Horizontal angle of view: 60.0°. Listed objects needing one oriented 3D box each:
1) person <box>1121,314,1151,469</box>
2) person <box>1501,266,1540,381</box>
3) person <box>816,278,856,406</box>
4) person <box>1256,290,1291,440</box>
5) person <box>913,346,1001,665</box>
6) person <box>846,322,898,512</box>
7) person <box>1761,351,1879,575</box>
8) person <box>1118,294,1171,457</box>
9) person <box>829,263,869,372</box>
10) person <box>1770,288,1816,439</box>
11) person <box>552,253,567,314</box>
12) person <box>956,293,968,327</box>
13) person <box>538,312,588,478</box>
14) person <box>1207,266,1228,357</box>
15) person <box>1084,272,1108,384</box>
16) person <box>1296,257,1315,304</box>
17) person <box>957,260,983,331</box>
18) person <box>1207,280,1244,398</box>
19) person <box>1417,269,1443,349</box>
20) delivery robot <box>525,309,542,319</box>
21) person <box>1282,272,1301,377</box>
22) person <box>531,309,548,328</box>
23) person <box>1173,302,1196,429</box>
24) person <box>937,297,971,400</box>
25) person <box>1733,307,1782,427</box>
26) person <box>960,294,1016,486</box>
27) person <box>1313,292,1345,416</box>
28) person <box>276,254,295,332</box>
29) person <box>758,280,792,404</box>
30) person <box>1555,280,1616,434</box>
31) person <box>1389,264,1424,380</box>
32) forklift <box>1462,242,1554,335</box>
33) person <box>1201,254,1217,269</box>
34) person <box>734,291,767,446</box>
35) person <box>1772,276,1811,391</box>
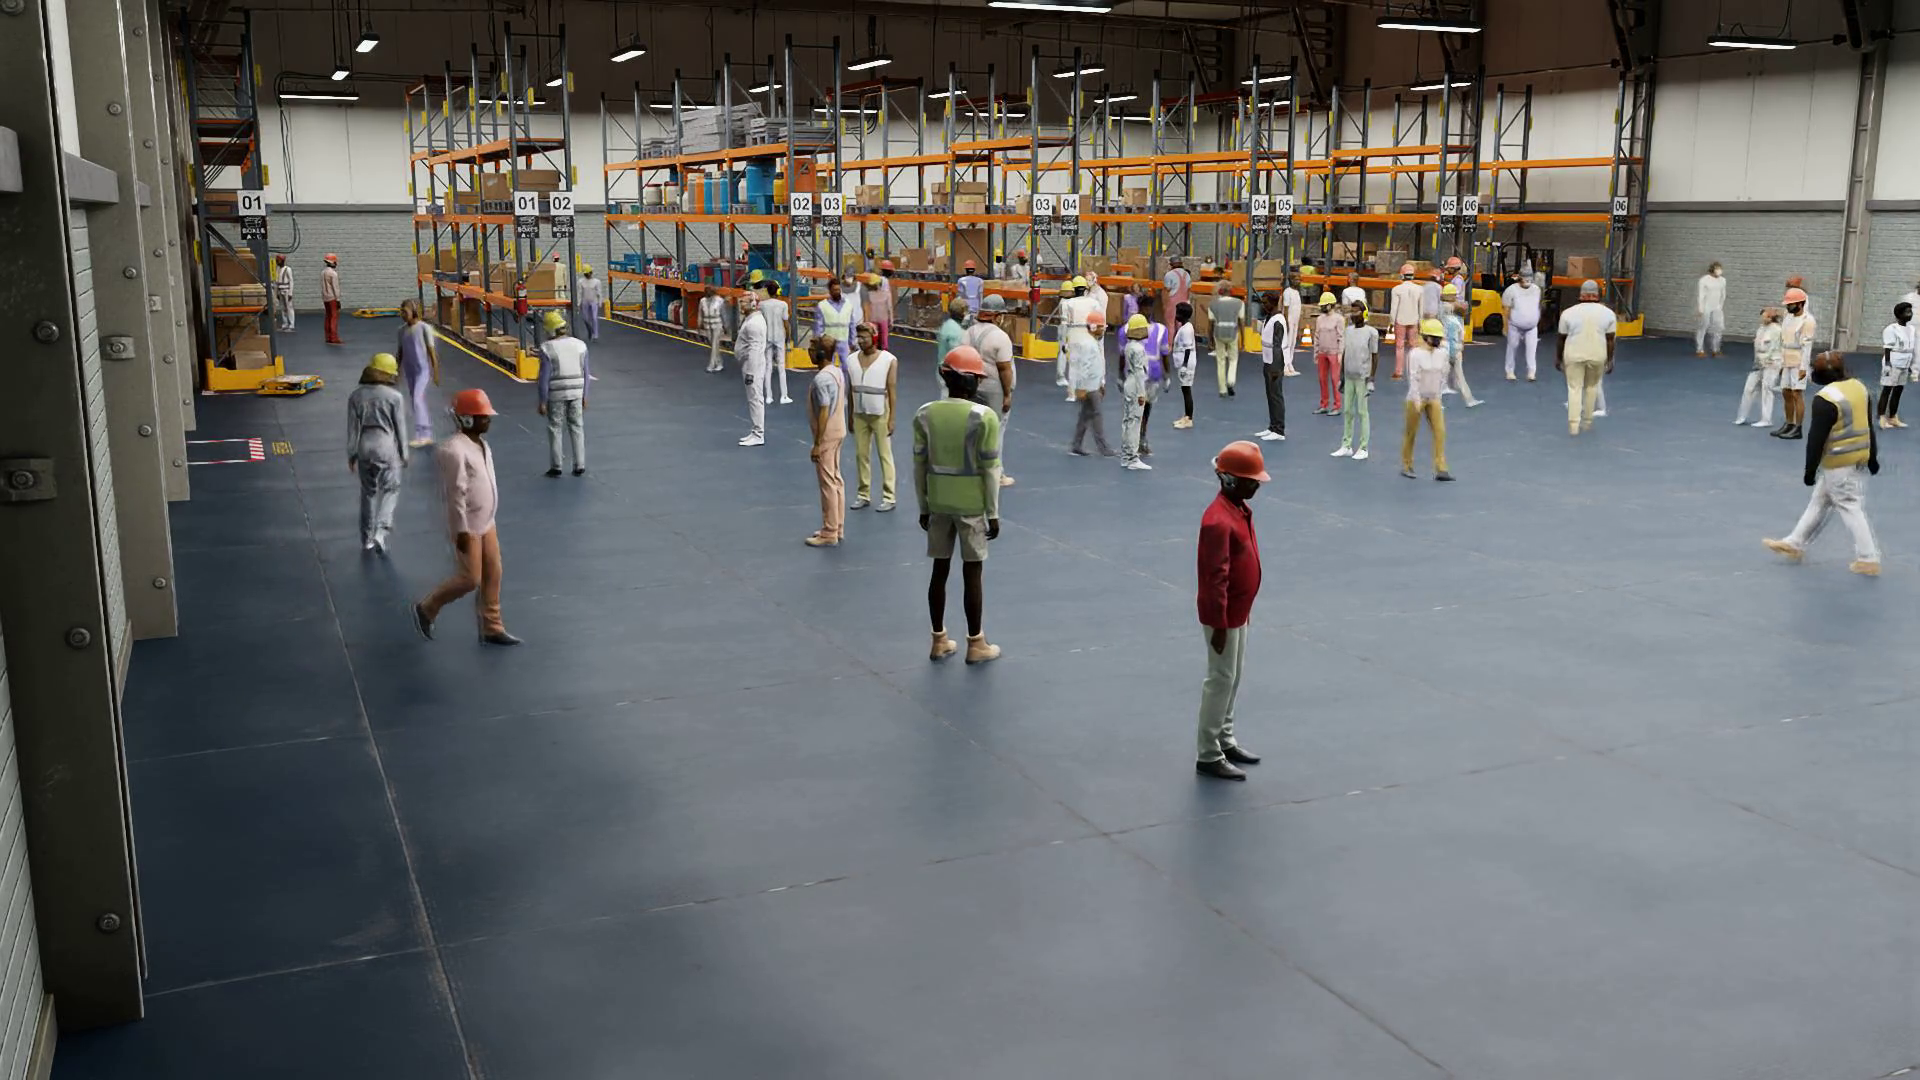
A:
[{"bbox_3d":[1.998,-1.673,18.788,0.287,1.746,0.488,-2,11,-9],"label":"person"},{"bbox_3d":[9.651,-3.738,28.528,0.700,2.000,0.727,-2,11,-8],"label":"person"},{"bbox_3d":[-1.829,-2.940,24.809,0.650,1.902,0.647,-5,12,-25],"label":"person"},{"bbox_3d":[4.007,-2.232,21.224,0.397,1.910,0.587,0,11,-2],"label":"person"},{"bbox_3d":[-0.003,-0.222,10.673,0.609,2.035,0.404,6,13,29],"label":"person"},{"bbox_3d":[-0.850,-1.196,16.140,0.567,1.835,0.383,6,13,29],"label":"person"},{"bbox_3d":[7.056,-0.633,13.435,0.685,1.772,0.946,-9,14,-39],"label":"person"},{"bbox_3d":[2.200,-1.998,19.997,0.619,1.928,0.938,-2,11,-11],"label":"person"},{"bbox_3d":[-1.956,-3.889,29.297,0.707,2.000,0.696,0,11,-1],"label":"person"},{"bbox_3d":[10.657,-2.253,21.291,0.391,1.922,0.553,-1,11,-5],"label":"person"},{"bbox_3d":[-11.445,-7.276,47.241,0.571,1.749,0.343,-10,15,-42],"label":"person"},{"bbox_3d":[0.050,-6.217,42.152,0.310,1.638,0.523,4,12,18],"label":"person"},{"bbox_3d":[-4.330,-1.562,18.118,0.611,1.812,0.404,-10,15,-41],"label":"person"},{"bbox_3d":[5.212,-4.566,33.268,0.552,1.830,0.535,-7,13,-30],"label":"person"},{"bbox_3d":[2.216,-3.557,27.989,0.394,1.899,0.642,-6,13,-27],"label":"person"},{"bbox_3d":[9.716,-7.142,46.828,0.546,1.632,0.846,0,11,1],"label":"person"},{"bbox_3d":[0.195,-4.693,33.683,0.541,1.931,0.376,-4,12,-18],"label":"person"},{"bbox_3d":[4.150,-3.140,25.996,0.577,1.832,0.451,1,11,7],"label":"person"},{"bbox_3d":[9.960,-4.821,34.881,0.892,1.700,0.585,-4,12,-22],"label":"person"},{"bbox_3d":[-11.327,-6.032,43.733,0.707,0.478,0.477,7,13,32],"label":"delivery robot"},{"bbox_3d":[5.858,-3.806,29.372,0.330,1.844,0.519,7,13,31],"label":"person"},{"bbox_3d":[-10.549,-6.179,41.699,0.488,1.741,0.316,2,11,10],"label":"person"},{"bbox_3d":[3.003,-2.334,22.263,0.317,1.697,0.540,1,11,6],"label":"person"},{"bbox_3d":[-0.083,-1.813,19.059,0.403,1.922,0.691,0,11,-2],"label":"person"},{"bbox_3d":[10.780,-2.327,22.417,0.473,1.618,0.531,-2,11,-10],"label":"person"},{"bbox_3d":[0.346,-1.597,17.649,0.537,2.000,0.681,-10,15,-41],"label":"person"},{"bbox_3d":[5.257,-2.656,23.769,0.342,1.755,0.532,-8,14,-36],"label":"person"},{"bbox_3d":[-16.373,-5.976,40.308,0.575,1.882,0.361,8,14,35],"label":"person"},{"bbox_3d":[-2.806,-3.000,25.211,0.517,1.874,0.327,2,11,12],"label":"person"},{"bbox_3d":[8.197,-2.436,21.911,0.709,2.000,0.803,2,11,11],"label":"person"},{"bbox_3d":[7.710,-3.767,28.791,0.617,1.993,0.396,-2,11,-12],"label":"person"},{"bbox_3d":[13.047,-6.049,39.881,2.313,2.155,1.214,-5,12,-23],"label":"forklift"},{"bbox_3d":[7.658,-7.960,51.063,0.525,1.609,0.369,0,11,1],"label":"person"},{"bbox_3d":[-2.602,-2.130,20.691,0.407,1.912,0.641,-1,11,-4],"label":"person"},{"bbox_3d":[13.432,-3.311,26.804,0.486,1.869,0.572,8,14,36],"label":"person"}]
